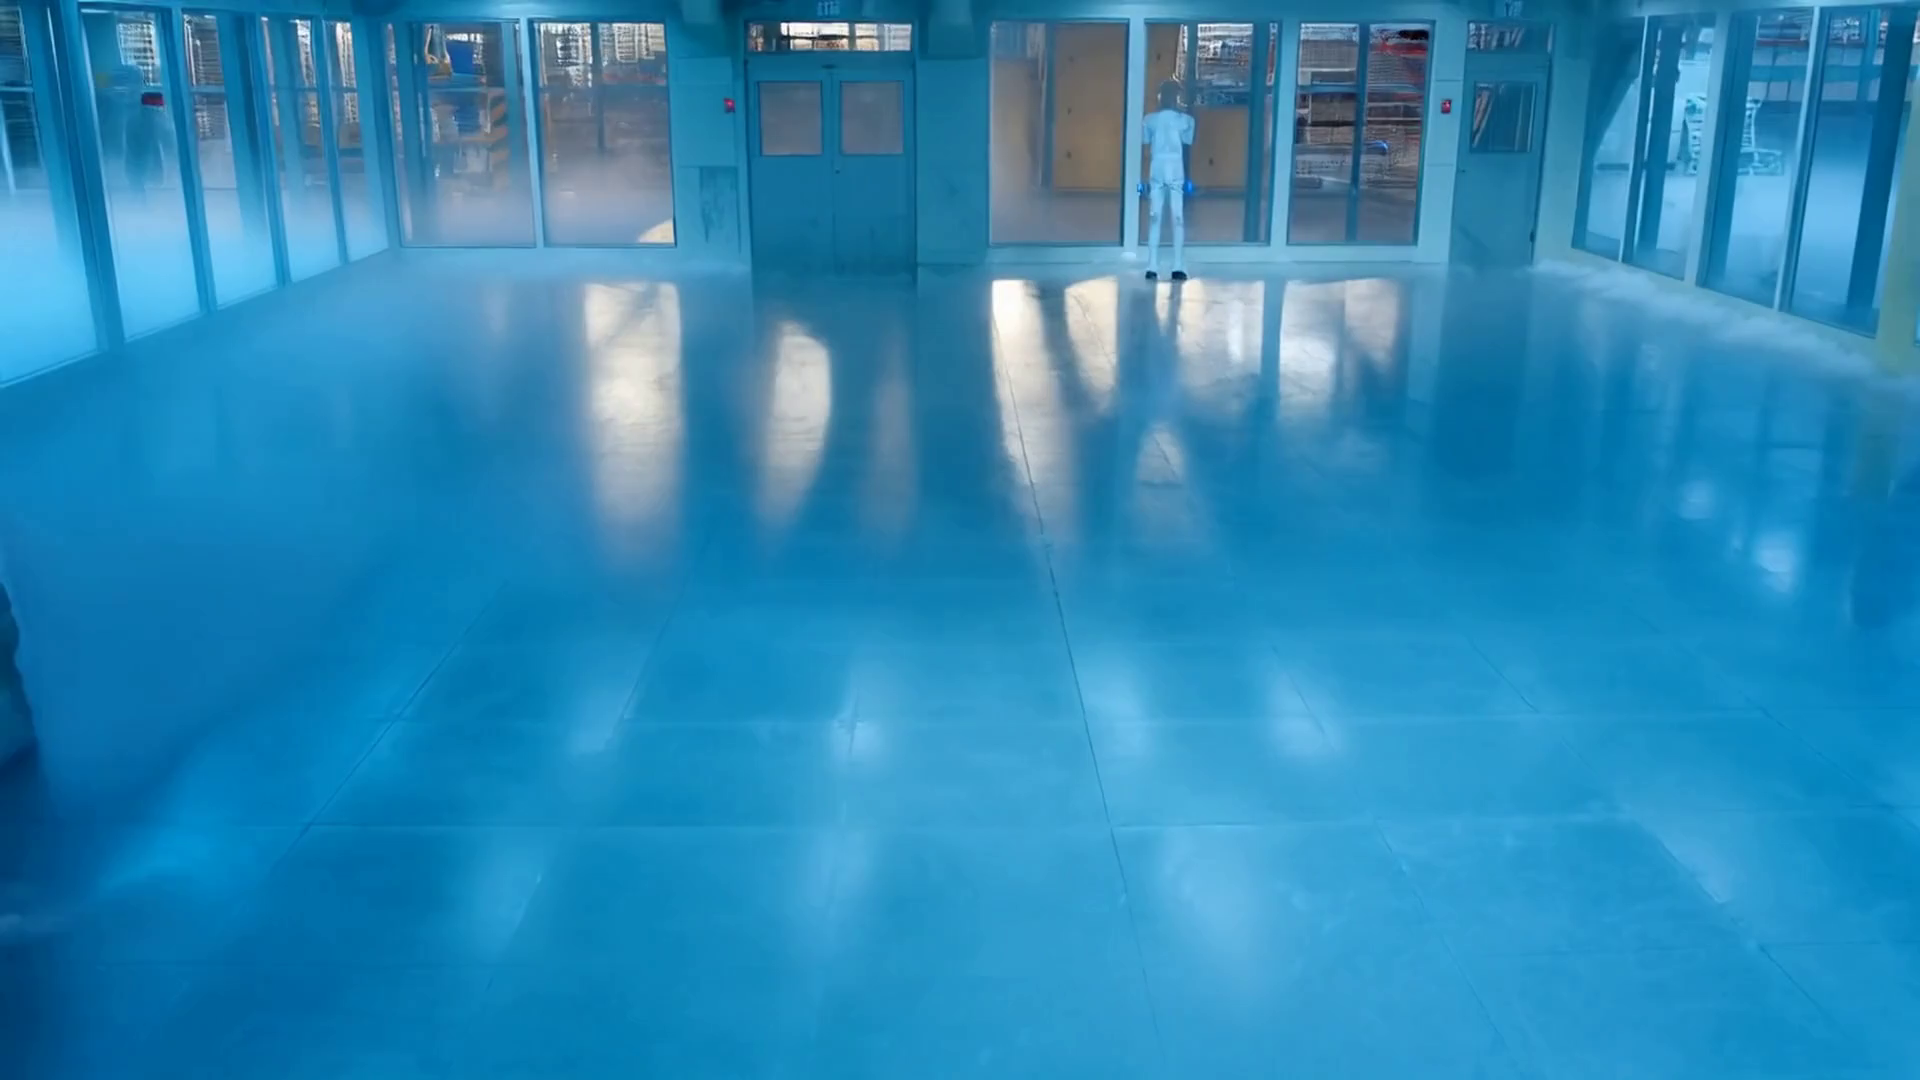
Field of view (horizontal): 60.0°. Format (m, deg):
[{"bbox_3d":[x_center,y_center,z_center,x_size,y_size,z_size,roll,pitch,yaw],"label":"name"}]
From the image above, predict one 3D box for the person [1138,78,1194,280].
[{"bbox_3d":[1.959,-3.407,15.766,0.535,1.869,0.312,3,17,11],"label":"person"}]
